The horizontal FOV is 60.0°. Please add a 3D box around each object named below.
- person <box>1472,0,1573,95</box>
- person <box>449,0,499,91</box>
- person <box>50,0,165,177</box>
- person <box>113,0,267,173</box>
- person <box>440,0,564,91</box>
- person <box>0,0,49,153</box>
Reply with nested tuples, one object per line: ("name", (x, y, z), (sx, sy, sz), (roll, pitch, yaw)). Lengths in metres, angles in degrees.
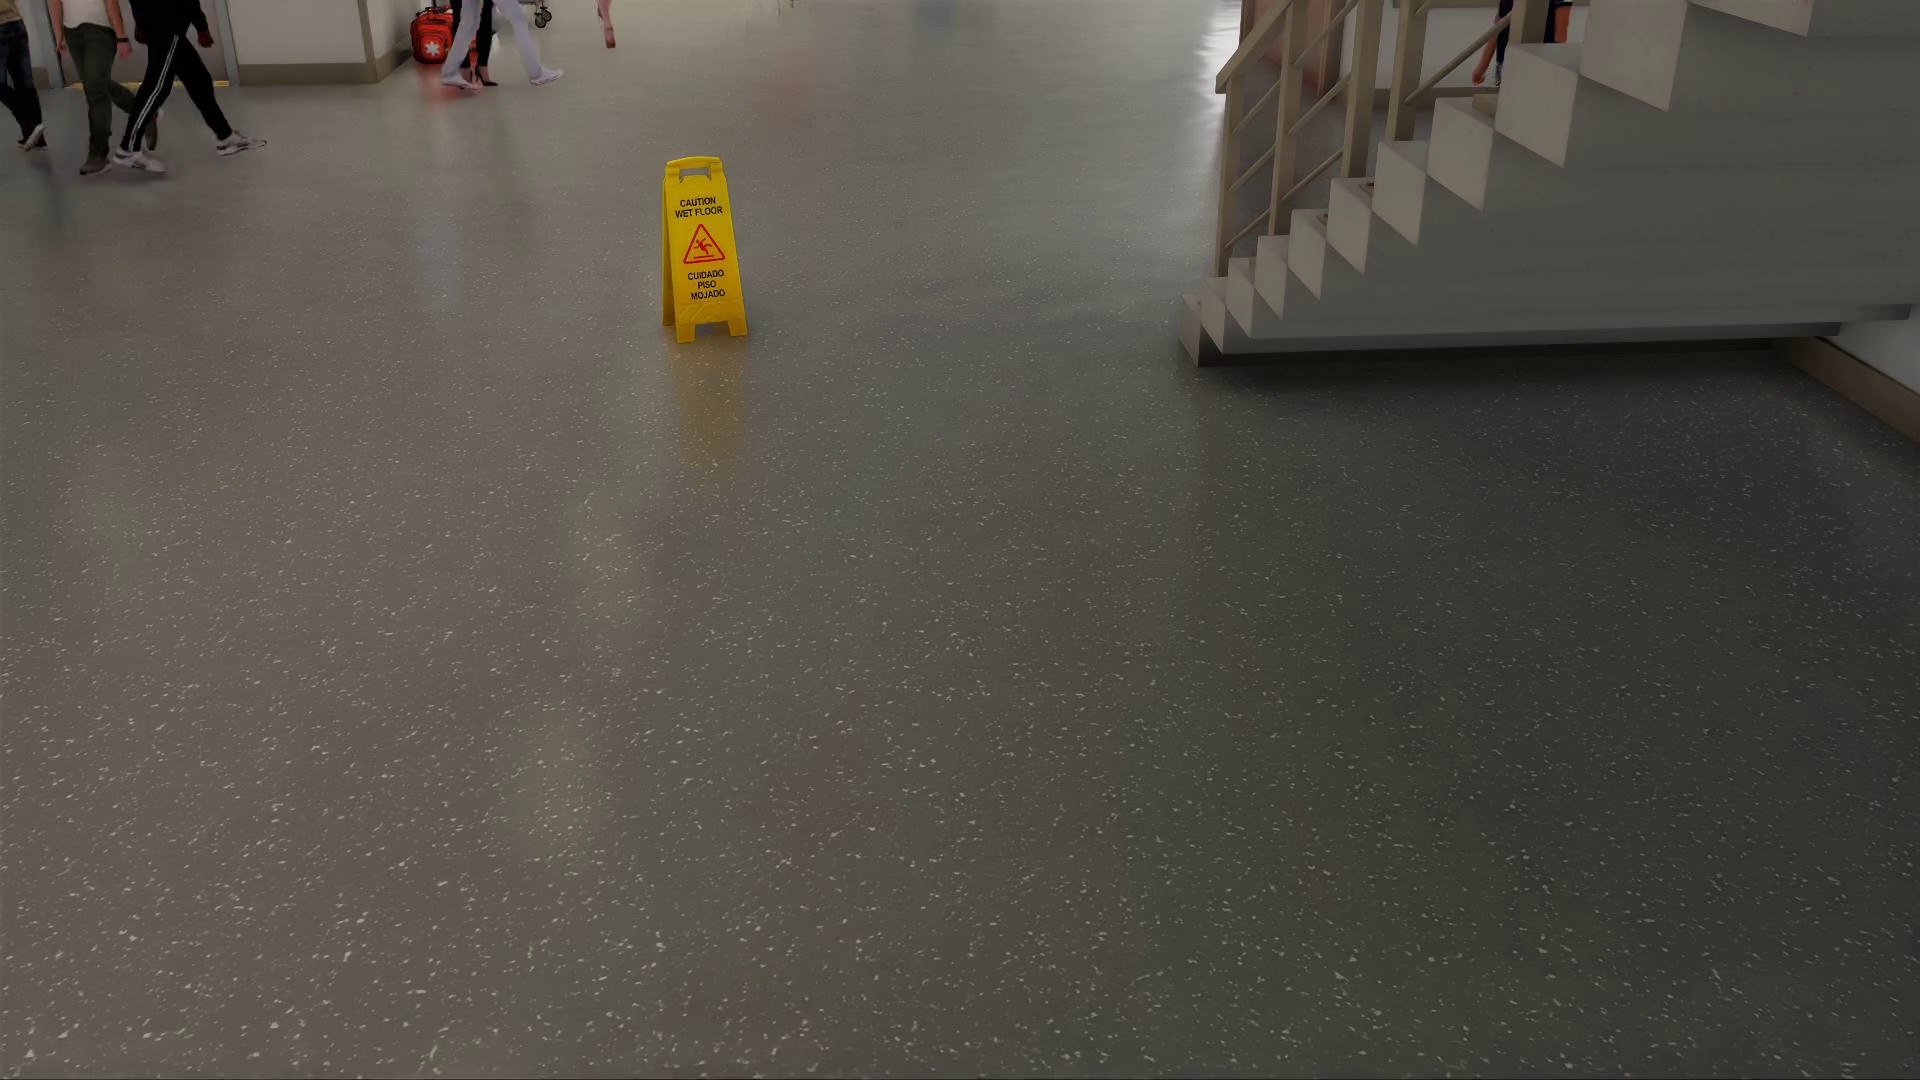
("person", (2.979, -2.420, 8.631), (0.794, 1.727, 1.073), (-8, 27, -16))
("person", (-3.681, -4.239, 12.431), (0.724, 1.701, 0.710), (-15, 29, -28))
("person", (-5.229, -3.077, 10.120), (0.784, 1.617, 1.120), (7, 27, 14))
("person", (-4.880, -3.109, 9.985), (1.178, 1.791, 1.203), (-22, 33, -38))
("person", (-3.616, -4.238, 12.259), (1.082, 1.850, 1.172), (-16, 30, -29))
("person", (-5.980, -3.144, 10.450), (0.819, 1.450, 0.765), (14, 29, 26))
